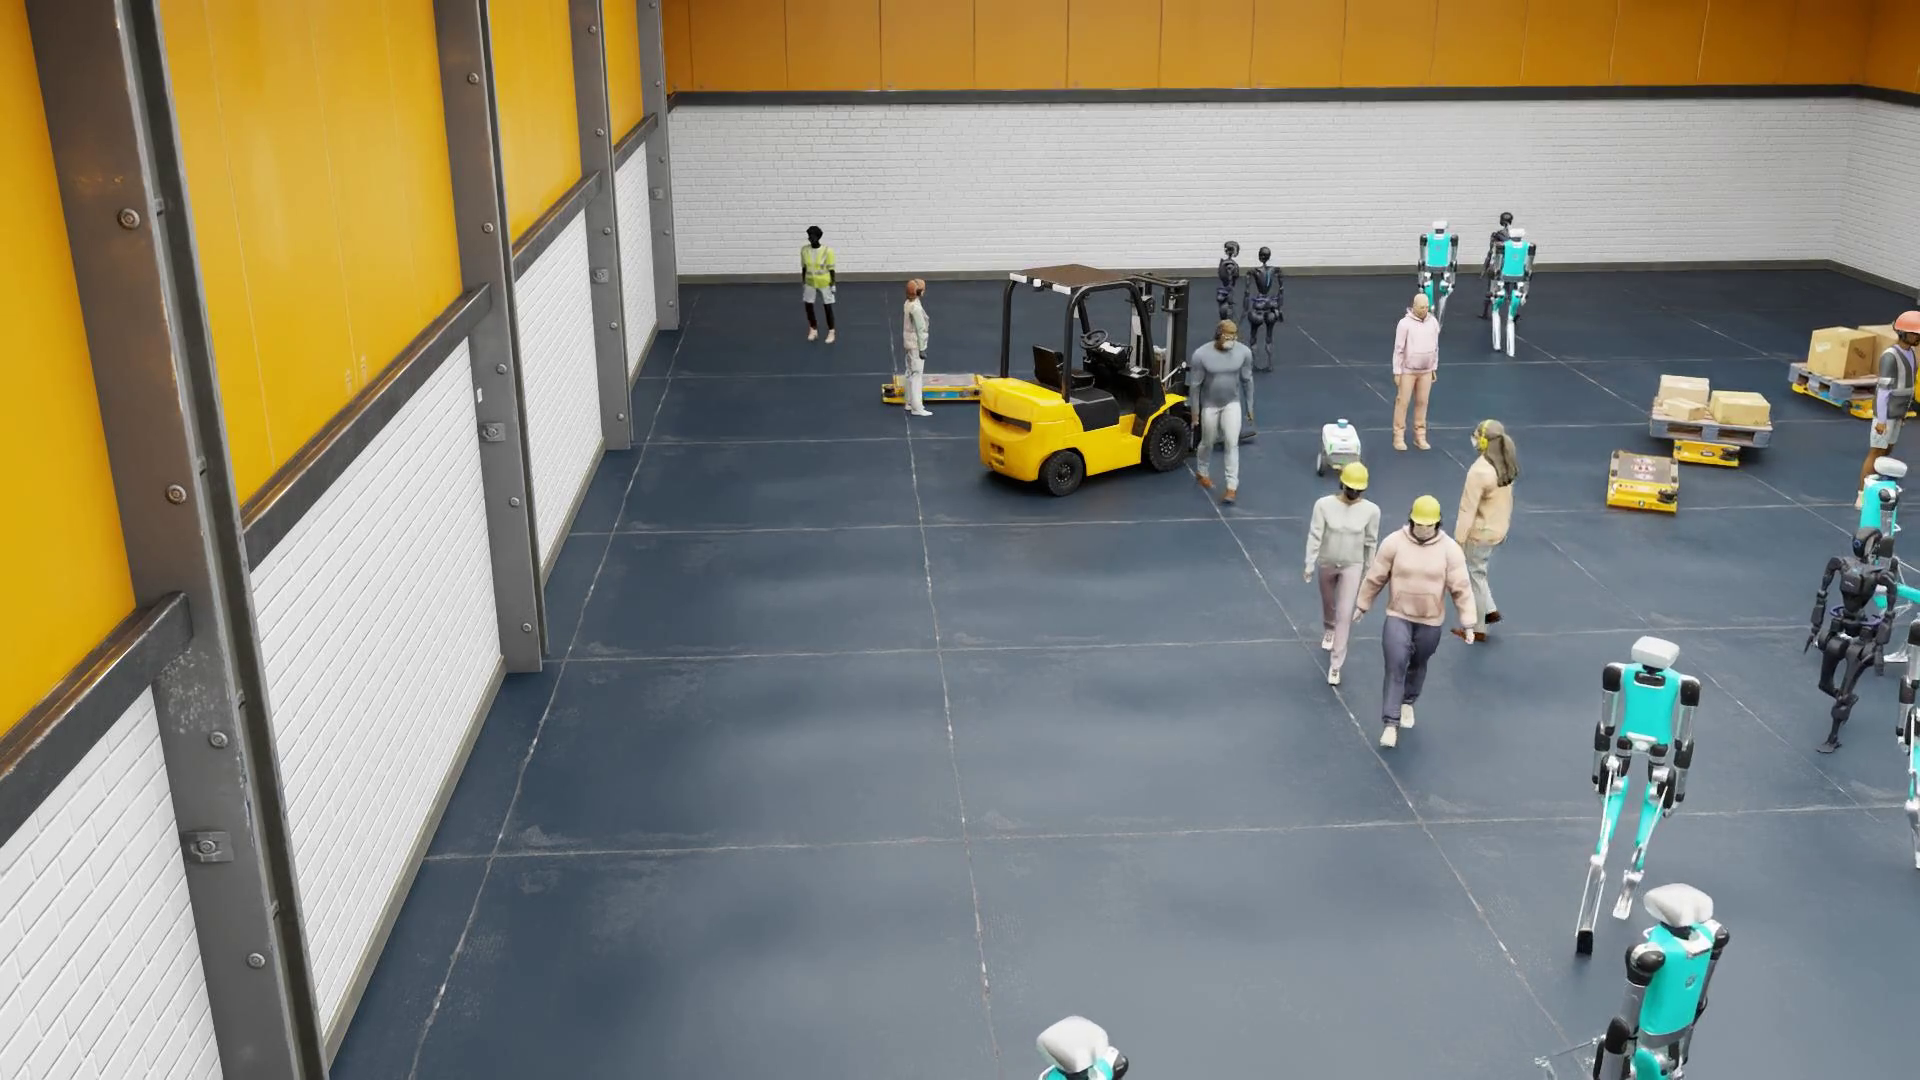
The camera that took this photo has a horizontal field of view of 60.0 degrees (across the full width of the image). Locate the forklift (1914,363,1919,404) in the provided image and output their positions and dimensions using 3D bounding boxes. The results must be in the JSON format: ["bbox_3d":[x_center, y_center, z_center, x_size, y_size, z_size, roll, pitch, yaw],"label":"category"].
[{"bbox_3d":[12.602,-2.435,19.475,2.313,2.155,1.214,-1,20,-4],"label":"forklift"}]

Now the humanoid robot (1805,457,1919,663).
[{"bbox_3d":[7.245,0.213,12.906,1.013,1.738,0.554,4,21,11],"label":"humanoid robot"}]

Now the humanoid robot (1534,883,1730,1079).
[{"bbox_3d":[2.892,2.241,7.366,0.550,1.774,0.712,-11,23,-27],"label":"humanoid robot"}]

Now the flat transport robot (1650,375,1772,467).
[{"bbox_3d":[8.402,-1.125,18.694,0.659,0.231,1.431,8,22,22],"label":"flat transport robot"}]

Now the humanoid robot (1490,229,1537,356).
[{"bbox_3d":[7.488,-3.397,22.761,0.542,1.790,0.792,3,20,7],"label":"humanoid robot"}]

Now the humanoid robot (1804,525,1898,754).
[{"bbox_3d":[6.360,0.669,11.785,0.662,1.640,0.585,-13,24,-32],"label":"humanoid robot"}]

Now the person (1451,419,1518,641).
[{"bbox_3d":[4.223,-0.072,13.512,0.460,1.864,0.554,17,26,38],"label":"person"}]

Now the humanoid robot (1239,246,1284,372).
[{"bbox_3d":[3.982,-3.018,21.811,0.609,1.653,0.306,-5,21,-15],"label":"humanoid robot"}]

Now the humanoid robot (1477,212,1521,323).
[{"bbox_3d":[8.033,-4.028,24.617,0.600,1.641,0.738,-9,22,-23],"label":"humanoid robot"}]

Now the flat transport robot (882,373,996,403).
[{"bbox_3d":[-0.250,-1.887,20.767,1.431,0.231,0.659,-1,20,-3],"label":"flat transport robot"}]

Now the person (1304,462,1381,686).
[{"bbox_3d":[2.984,0.181,13.026,0.525,1.713,0.943,7,21,18],"label":"person"}]

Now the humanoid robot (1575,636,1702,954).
[{"bbox_3d":[3.774,1.507,9.427,0.547,1.775,0.931,12,23,30],"label":"humanoid robot"}]

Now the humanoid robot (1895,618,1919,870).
[{"bbox_3d":[5.956,1.263,10.085,0.550,1.793,0.795,10,22,25],"label":"humanoid robot"}]

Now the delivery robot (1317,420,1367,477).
[{"bbox_3d":[4.104,-0.990,17.915,0.499,0.598,0.789,2,20,6],"label":"delivery robot"}]

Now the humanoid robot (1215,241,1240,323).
[{"bbox_3d":[3.566,-3.194,22.328,0.568,1.645,0.615,1,20,3],"label":"humanoid robot"}]

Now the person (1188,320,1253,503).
[{"bbox_3d":[2.660,-1.349,16.981,0.677,1.881,0.828,-1,20,-3],"label":"person"}]

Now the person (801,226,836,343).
[{"bbox_3d":[-1.983,-3.588,23.359,0.553,1.676,0.376,6,21,17],"label":"person"}]

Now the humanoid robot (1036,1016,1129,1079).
[{"bbox_3d":[0.233,2.563,6.544,1.029,1.739,0.540,17,26,39],"label":"humanoid robot"}]

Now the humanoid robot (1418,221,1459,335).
[{"bbox_3d":[6.764,-3.682,23.598,0.546,1.765,1.047,7,21,17],"label":"humanoid robot"}]

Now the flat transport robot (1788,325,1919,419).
[{"bbox_3d":[10.979,-1.761,20.425,0.659,0.231,1.431,-3,20,-9],"label":"flat transport robot"}]

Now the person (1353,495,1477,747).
[{"bbox_3d":[3.218,0.583,11.772,0.837,1.824,0.921,5,21,13],"label":"person"}]

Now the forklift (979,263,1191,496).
[{"bbox_3d":[1.315,-1.764,17.646,2.313,2.155,1.214,-14,24,-33],"label":"forklift"}]

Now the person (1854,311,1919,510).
[{"bbox_3d":[9.266,-1.268,16.514,0.611,2.043,0.372,-18,27,-41],"label":"person"}]

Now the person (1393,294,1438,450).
[{"bbox_3d":[5.069,-1.885,18.583,0.541,1.774,0.419,-4,21,-12],"label":"person"}]

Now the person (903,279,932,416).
[{"bbox_3d":[-0.529,-2.307,19.922,0.304,1.639,0.522,-6,21,-17],"label":"person"}]

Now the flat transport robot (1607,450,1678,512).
[{"bbox_3d":[7.112,-0.621,17.320,0.659,0.231,1.431,8,22,20],"label":"flat transport robot"}]
